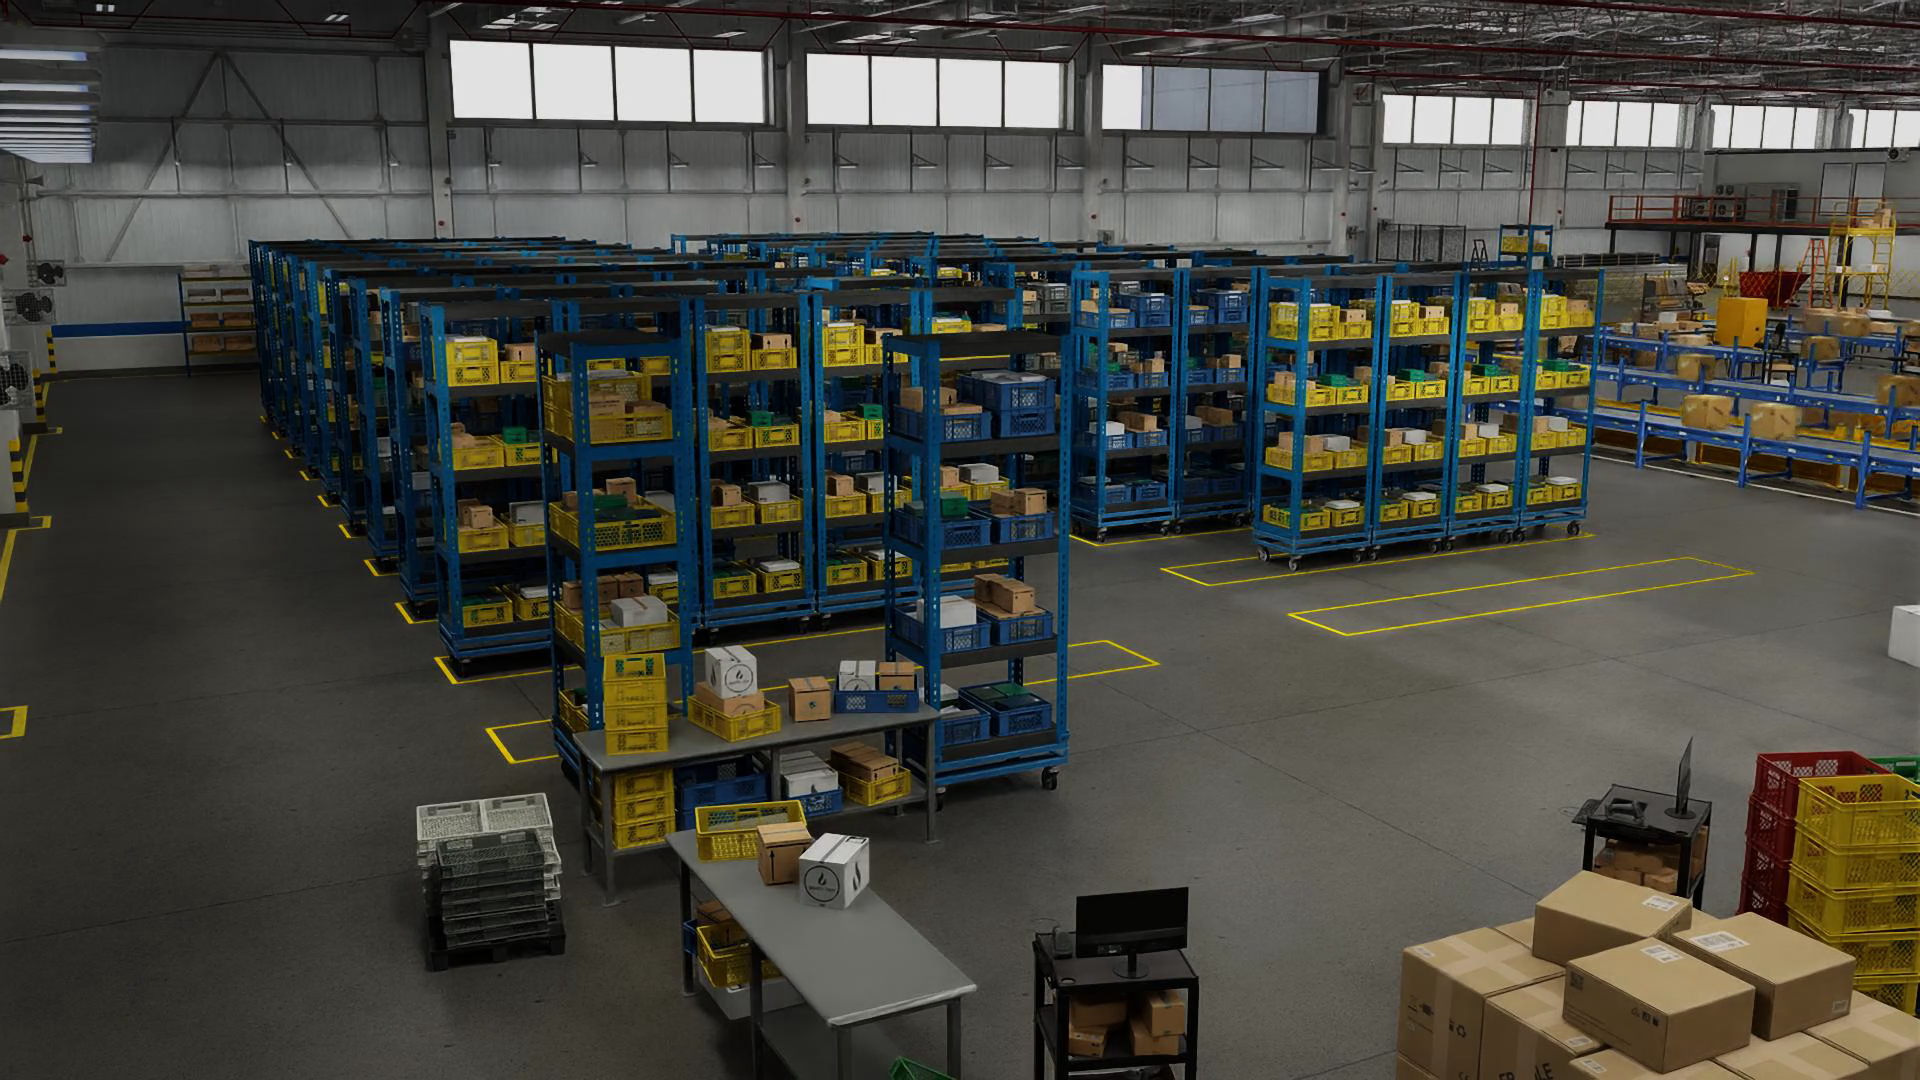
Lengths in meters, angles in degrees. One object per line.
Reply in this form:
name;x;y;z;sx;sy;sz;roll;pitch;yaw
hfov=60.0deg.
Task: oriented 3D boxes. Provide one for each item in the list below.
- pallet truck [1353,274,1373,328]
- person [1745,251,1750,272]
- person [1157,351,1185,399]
pallet truck;13.011;-8.050;55.243;0.823;1.965;1.885;-7;14;-28
person;34.961;-11.889;73.506;0.600;1.862;0.580;-8;14;-32
person;4.658;-4.064;36.813;0.643;1.909;0.410;-3;12;-13
